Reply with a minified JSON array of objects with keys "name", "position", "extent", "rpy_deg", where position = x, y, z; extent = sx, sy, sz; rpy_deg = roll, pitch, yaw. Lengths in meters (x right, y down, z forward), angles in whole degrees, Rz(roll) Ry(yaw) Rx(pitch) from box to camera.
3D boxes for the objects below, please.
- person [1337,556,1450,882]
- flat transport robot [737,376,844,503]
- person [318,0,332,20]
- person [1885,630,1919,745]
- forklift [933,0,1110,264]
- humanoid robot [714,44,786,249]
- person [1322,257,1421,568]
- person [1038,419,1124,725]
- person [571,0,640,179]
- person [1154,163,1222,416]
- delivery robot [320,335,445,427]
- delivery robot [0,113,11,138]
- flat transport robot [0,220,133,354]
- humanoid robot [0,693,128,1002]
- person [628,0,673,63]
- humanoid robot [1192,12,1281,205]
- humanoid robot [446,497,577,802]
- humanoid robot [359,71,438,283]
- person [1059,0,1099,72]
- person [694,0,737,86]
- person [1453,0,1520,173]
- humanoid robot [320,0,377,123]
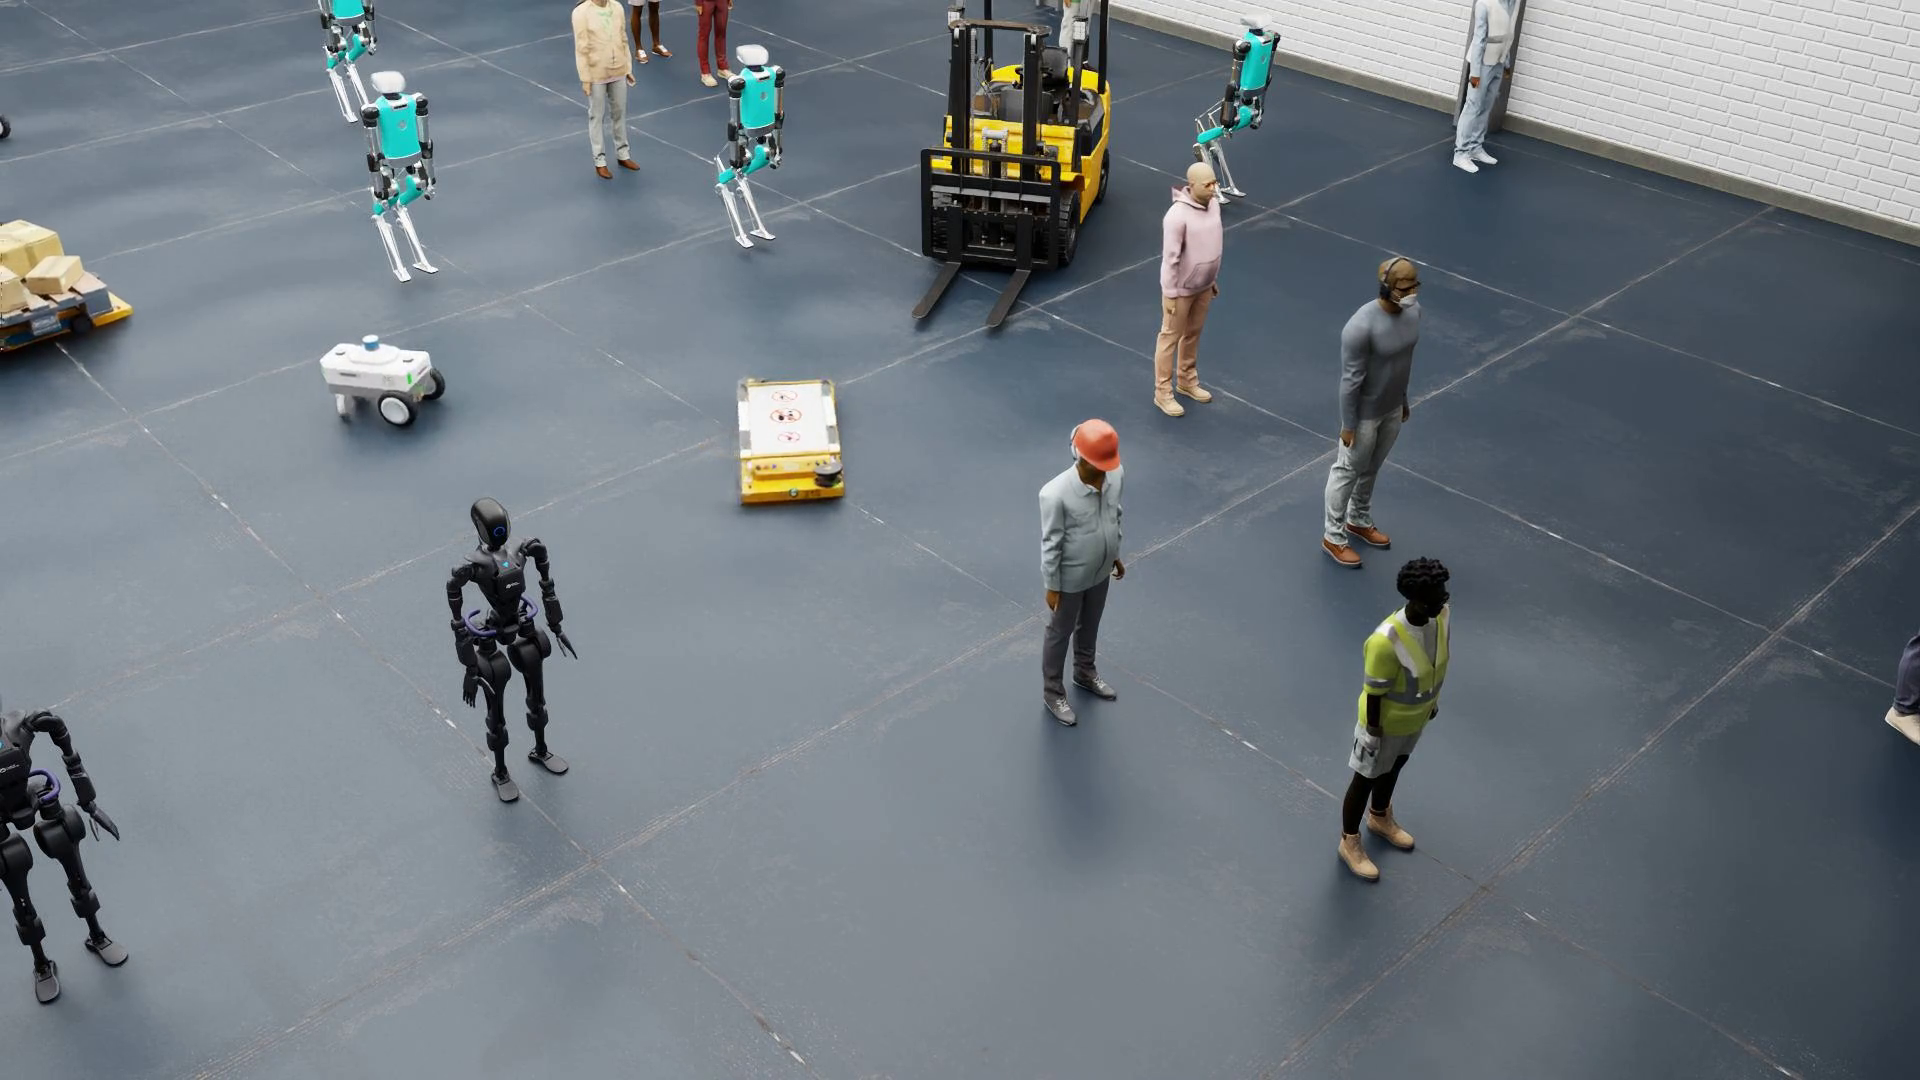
[{"name":"person","position":[2.012,0.800,7.633],"extent":[0.532,1.697,0.319],"rpy_deg":[-26,41,-34]},{"name":"flat transport robot","position":[-1.164,-0.708,11.261],"extent":[0.659,0.231,1.431],"rpy_deg":[-4,33,-6]},{"name":"person","position":[-7.531,-7.142,19.669],"extent":[0.572,1.887,0.356],"rpy_deg":[-26,41,-34]},{"name":"person","position":[5.130,0.172,8.442],"extent":[0.803,1.868,0.409],"rpy_deg":[-26,41,-34]},{"name":"forklift","position":[0.570,-3.725,14.138],"extent":[1.214,2.155,2.313],"rpy_deg":[9,34,13]},{"name":"humanoid robot","position":[-1.798,-3.284,13.757],"extent":[0.533,1.672,0.735],"rpy_deg":[-27,41,-35]},{"name":"person","position":[2.449,-0.767,9.823],"extent":[0.626,1.940,0.373],"rpy_deg":[-26,41,-34]},{"name":"person","position":[0.651,0.146,8.595],"extent":[0.562,1.742,0.335],"rpy_deg":[-26,41,-34]},{"name":"person","position":[-3.274,-4.306,15.321],"extent":[0.554,1.877,0.408],"rpy_deg":[-26,41,-34]},{"name":"person","position":[1.569,-1.747,11.469],"extent":[0.524,1.784,0.403],"rpy_deg":[-26,41,-34]},{"name":"delivery robot","position":[-4.045,-1.133,11.669],"extent":[0.784,0.613,0.503],"rpy_deg":[7,34,10]},{"name":"delivery robot","position":[-9.767,-4.114,16.252],"extent":[0.784,0.613,0.503],"rpy_deg":[7,34,10]},{"name":"flat transport robot","position":[-7.206,-1.677,12.750],"extent":[0.659,0.231,1.431],"rpy_deg":[27,42,35]},{"name":"humanoid robot","position":[-3.910,1.218,7.001],"extent":[0.599,1.653,0.315],"rpy_deg":[-27,41,-35]},{"name":"person","position":[-3.480,-6.231,18.302],"extent":[0.493,1.849,0.397],"rpy_deg":[-26,41,-34]},{"name":"humanoid robot","position":[2.347,-3.820,14.576],"extent":[0.533,1.677,0.735],"rpy_deg":[-27,41,-35]},{"name":"humanoid robot","position":[-2.179,0.509,8.087],"extent":[0.599,1.657,0.315],"rpy_deg":[-27,41,-35]},{"name":"humanoid robot","position":[-4.493,-2.909,13.180],"extent":[0.533,1.672,0.735],"rpy_deg":[-27,41,-35]},{"name":"person","position":[1.293,-5.903,17.859],"extent":[0.538,1.784,0.384],"rpy_deg":[-26,41,-34]},{"name":"person","position":[-2.631,-5.737,17.617],"extent":[0.465,1.768,0.378],"rpy_deg":[-26,41,-34]},{"name":"person","position":[4.911,-4.414,15.446],"extent":[0.587,1.920,0.393],"rpy_deg":[-26,41,-34]},{"name":"humanoid robot","position":[-6.086,-4.999,16.392],"extent":[0.533,1.672,0.735],"rpy_deg":[-27,41,-35]}]
